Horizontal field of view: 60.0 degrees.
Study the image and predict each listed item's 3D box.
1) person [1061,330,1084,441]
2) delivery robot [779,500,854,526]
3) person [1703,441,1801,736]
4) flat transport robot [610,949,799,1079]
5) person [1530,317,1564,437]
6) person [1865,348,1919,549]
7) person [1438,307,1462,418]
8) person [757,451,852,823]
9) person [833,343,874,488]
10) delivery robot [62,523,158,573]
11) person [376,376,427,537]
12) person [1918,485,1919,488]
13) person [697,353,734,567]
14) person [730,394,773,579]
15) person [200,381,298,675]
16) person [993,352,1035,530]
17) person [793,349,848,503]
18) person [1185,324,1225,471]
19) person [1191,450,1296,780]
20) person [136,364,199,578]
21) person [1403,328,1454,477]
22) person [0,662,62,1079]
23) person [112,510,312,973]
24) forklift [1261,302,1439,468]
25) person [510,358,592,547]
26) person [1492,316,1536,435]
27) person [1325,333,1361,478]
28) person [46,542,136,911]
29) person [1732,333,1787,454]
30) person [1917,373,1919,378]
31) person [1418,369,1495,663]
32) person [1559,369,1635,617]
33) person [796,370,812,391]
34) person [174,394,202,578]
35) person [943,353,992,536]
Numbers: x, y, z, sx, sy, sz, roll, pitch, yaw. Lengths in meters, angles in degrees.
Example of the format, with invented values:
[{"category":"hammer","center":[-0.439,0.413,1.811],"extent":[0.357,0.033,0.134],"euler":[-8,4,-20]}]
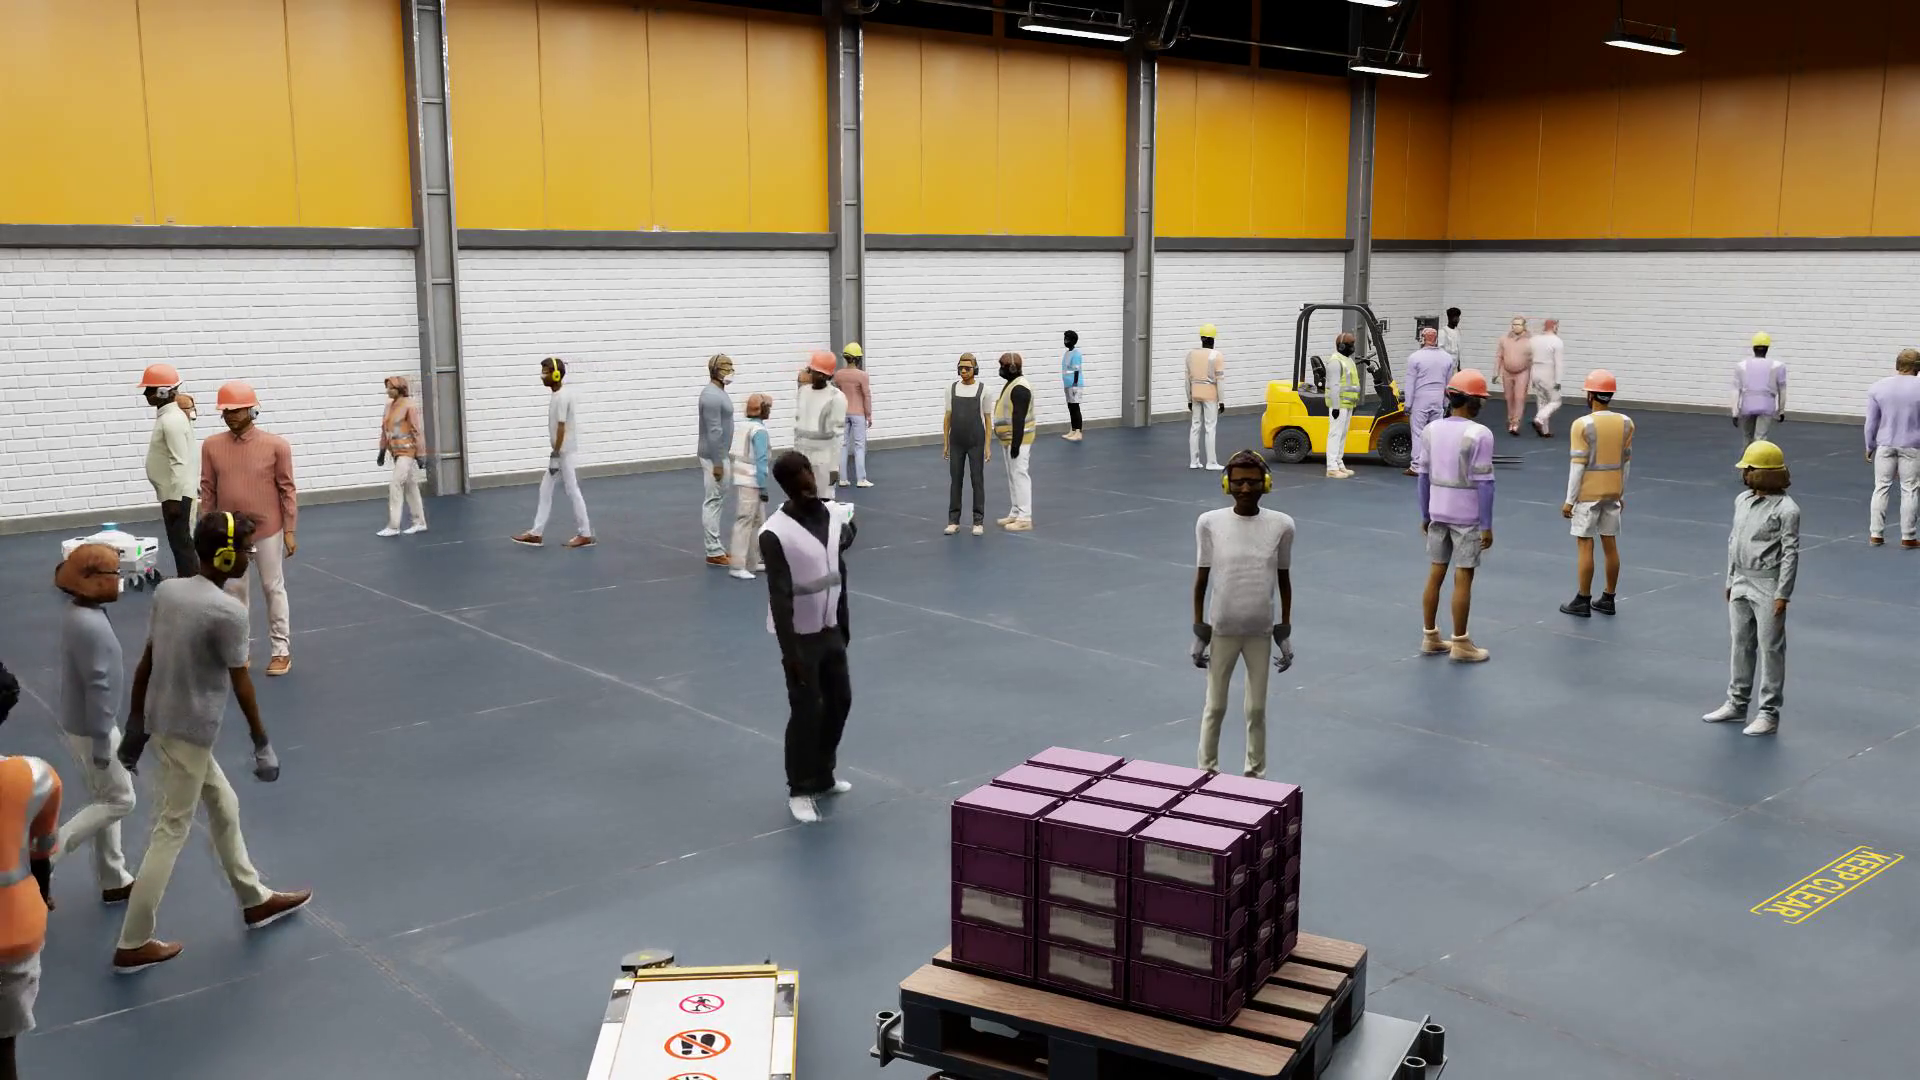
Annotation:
[{"category":"person","center":[1.717,-2.366,25.467],"extent":[0.321,1.691,0.537],"euler":[-2,10,-14]},{"category":"delivery robot","center":[-1.387,-0.240,16.063],"extent":[0.707,0.478,0.477],"euler":[0,10,1]},{"category":"person","center":[4.698,0.281,9.816],"extent":[0.312,1.741,0.487],"euler":[-3,10,-16]},{"category":"flat transport robot","center":[-0.879,1.740,5.574],"extent":[0.652,0.197,1.431],"euler":[-1,10,-4]},{"category":"person","center":[9.052,-2.496,25.663],"extent":[0.587,1.882,0.646],"euler":[-5,11,-27]},{"category":"person","center":[9.065,-0.880,16.040],"extent":[0.632,1.936,0.359],"euler":[9,13,41]},{"category":"person","center":[8.361,-2.998,28.414],"extent":[0.612,1.953,0.393],"euler":[-8,13,-40]},{"category":"person","center":[-0.754,0.469,8.368],"extent":[0.350,1.878,0.742],"euler":[5,11,28]},{"category":"person","center":[-1.301,-1.515,20.263],"extent":[0.525,1.769,0.316],"euler":[5,11,26]},{"category":"delivery robot","center":[-7.191,0.097,14.088],"extent":[0.707,0.478,0.477],"euler":[0,10,2]},{"category":"person","center":[-5.693,-0.834,16.689],"extent":[0.714,1.611,0.540],"euler":[-9,13,-44]},{"category":"person","center":[11.914,-1.442,20.196],"extent":[0.514,1.642,0.310],"euler":[1,10,6]},{"category":"person","center":[-2.203,-0.729,15.162],"extent":[0.379,1.937,0.629],"euler":[-1,10,-4]},{"category":"person","center":[-1.803,-0.474,14.626],"extent":[0.526,1.611,0.527],"euler":[-3,10,-17]},{"category":"person","center":[-4.766,-0.072,11.141],"extent":[0.623,1.992,0.396],"euler":[0,10,-1]},{"category":"person","center":[0.555,-1.022,17.201],"extent":[0.432,1.835,0.619],"euler":[-2,10,-10]},{"category":"person","center":[-1.305,-0.727,14.998],"extent":[0.726,2.003,0.389],"euler":[9,13,42]},{"category":"person","center":[3.235,-1.877,21.899],"extent":[0.585,1.929,0.370],"euler":[9,13,41]},{"category":"person","center":[1.417,0.471,8.326],"extent":[0.512,1.872,0.330],"euler":[1,10,4]},{"category":"person","center":[-6.076,-0.360,12.823],"extent":[0.384,1.993,0.622],"euler":[-5,11,-27]},{"category":"person","center":[5.979,-1.763,21.329],"extent":[0.641,1.902,0.402],"euler":[-3,10,-18]},{"category":"person","center":[-2.834,1.185,4.770],"extent":[0.375,1.673,0.591],"euler":[7,12,34]},{"category":"person","center":[-3.034,0.787,6.701],"extent":[0.528,1.789,0.948],"euler":[7,12,37]},{"category":"forklift","center":[5.320,-2.157,22.763],"extent":[2.313,2.155,1.214],"euler":[3,10,16]},{"category":"person","center":[-3.959,-0.821,15.986],"extent":[0.830,1.837,0.563],"euler":[-4,10,-21]},{"category":"person","center":[8.705,-2.577,26.161],"extent":[0.654,1.868,0.912],"euler":[7,12,36]},{"category":"person","center":[4.877,-1.713,21.200],"extent":[0.429,1.841,0.633],"euler":[5,11,28]},{"category":"person","center":[-3.757,0.812,7.091],"extent":[0.509,1.613,0.499],"euler":[-7,12,-36]},{"category":"person","center":[9.904,-1.624,20.632],"extent":[0.592,1.861,1.041],"euler":[7,12,34]},{"category":"person","center":[10.536,-1.205,18.096],"extent":[0.584,1.882,0.337],"euler":[5,11,27]},{"category":"person","center":[3.479,-0.171,11.585],"extent":[0.396,2.038,0.615],"euler":[-6,11,-31]},{"category":"person","center":[4.963,-0.363,13.007],"extent":[0.542,1.939,0.364],"euler":[-3,10,-16]},{"category":"person","center":[-1.573,-0.955,17.362],"extent":[0.286,1.634,0.500],"euler":[-2,10,-14]},{"category":"person","center":[-6.702,-0.451,14.417],"extent":[0.285,1.633,0.500],"euler":[-2,10,-12]},{"category":"person","center":[0.073,-0.962,16.785],"extent":[0.504,1.847,0.345],"euler":[2,10,13]}]
